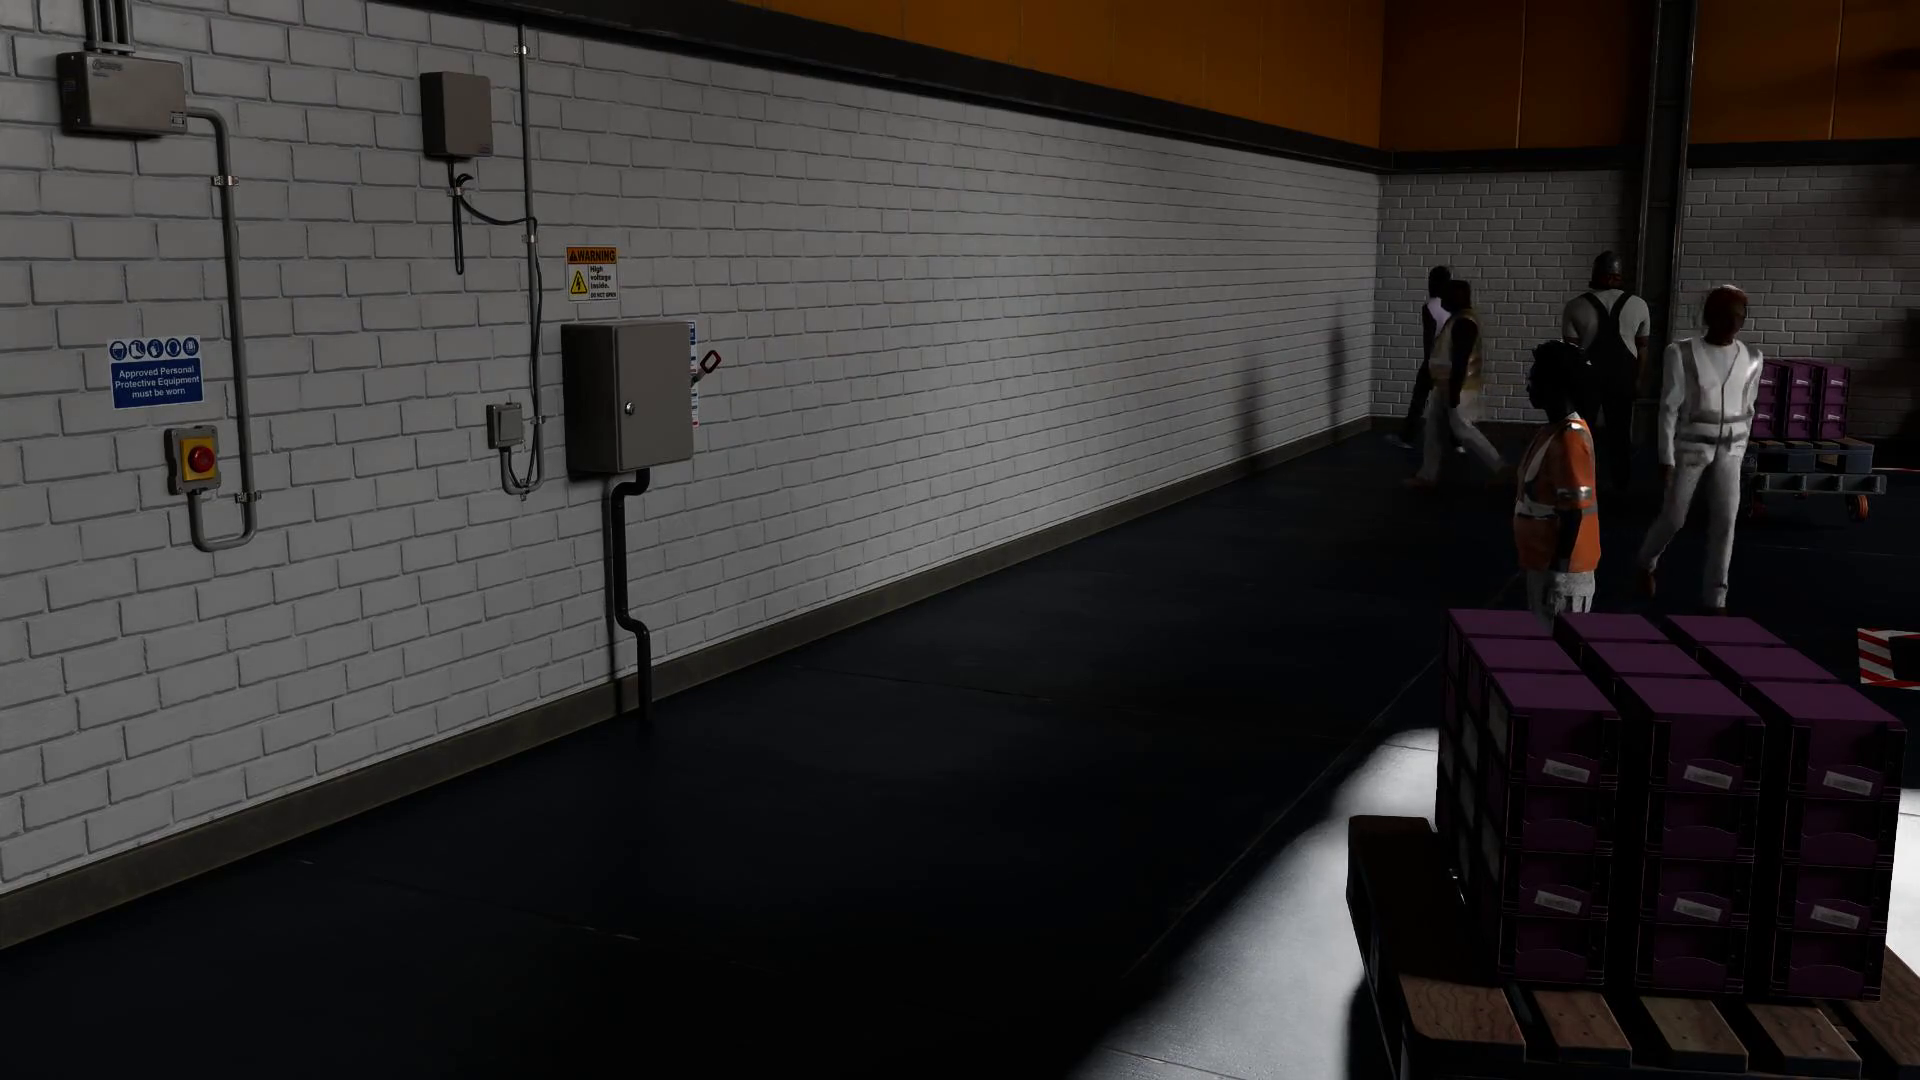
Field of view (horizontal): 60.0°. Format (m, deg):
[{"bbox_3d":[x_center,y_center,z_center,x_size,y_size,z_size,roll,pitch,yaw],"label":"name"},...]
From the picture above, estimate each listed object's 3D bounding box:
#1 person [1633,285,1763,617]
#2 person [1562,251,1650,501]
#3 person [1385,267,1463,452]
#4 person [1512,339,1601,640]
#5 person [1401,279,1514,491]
[{"bbox_3d":[4.099,-0.486,9.241,0.575,1.861,0.865,0,10,-1],"label":"person"},{"bbox_3d":[5.252,-1.343,13.648,0.673,2.000,0.536,2,10,11],"label":"person"},{"bbox_3d":[4.847,-1.848,17.063,0.600,1.877,0.869,-6,11,-31],"label":"person"},{"bbox_3d":[2.278,0.085,6.379,0.321,1.696,0.536,2,10,13],"label":"person"},{"bbox_3d":[4.265,-1.305,14.106,0.863,1.814,0.632,1,10,8],"label":"person"}]
